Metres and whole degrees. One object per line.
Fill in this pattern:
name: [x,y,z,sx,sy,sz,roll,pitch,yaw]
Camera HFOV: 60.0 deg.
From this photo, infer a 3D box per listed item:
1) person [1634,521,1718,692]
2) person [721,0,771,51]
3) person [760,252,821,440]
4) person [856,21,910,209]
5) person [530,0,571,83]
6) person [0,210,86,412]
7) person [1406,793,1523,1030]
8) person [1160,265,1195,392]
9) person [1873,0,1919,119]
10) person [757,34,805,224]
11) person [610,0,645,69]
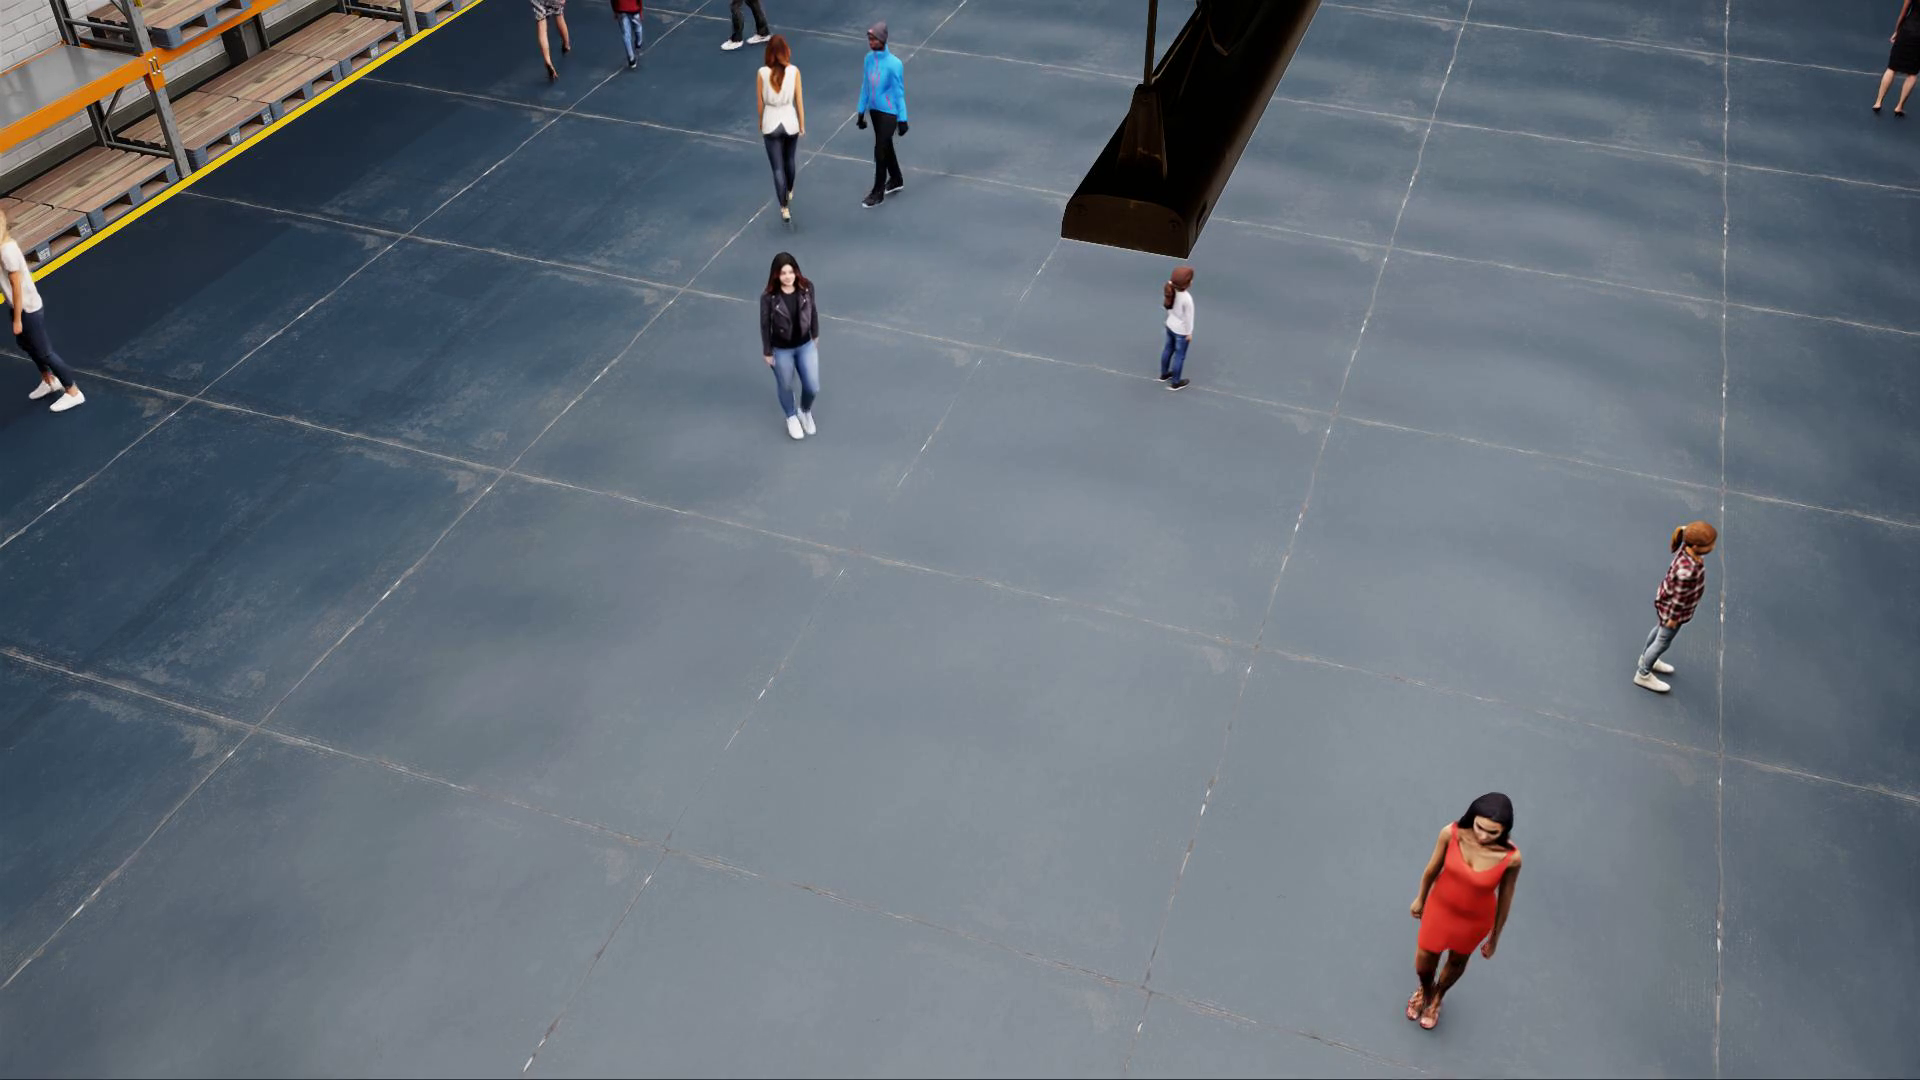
person: [4.629,0.403,10.787,0.602,1.303,0.461,17,42,20]
person: [-2.393,-6.575,19.140,1.023,1.784,0.959,-16,41,-19]
person: [-1.342,-1.532,12.955,0.750,1.622,0.801,-14,41,-17]
person: [-0.666,-4.162,16.131,0.854,1.770,1.020,30,47,32]
person: [-4.608,-5.959,18.378,0.857,1.772,1.169,0,39,0]
person: [-7.360,-1.846,13.204,0.760,1.803,0.742,-22,43,-25]
person: [2.611,1.872,8.621,0.642,1.711,0.598,17,42,20]
person: [1.791,-1.757,13.647,0.584,1.110,0.527,-19,42,-22]
person: [10.118,-5.329,17.611,0.645,1.746,0.591,23,44,26]
person: [-1.694,-3.854,15.759,0.970,1.752,1.158,-9,40,-11]
person: [-3.763,-5.970,18.837,0.786,1.216,0.956,-6,39,-7]
